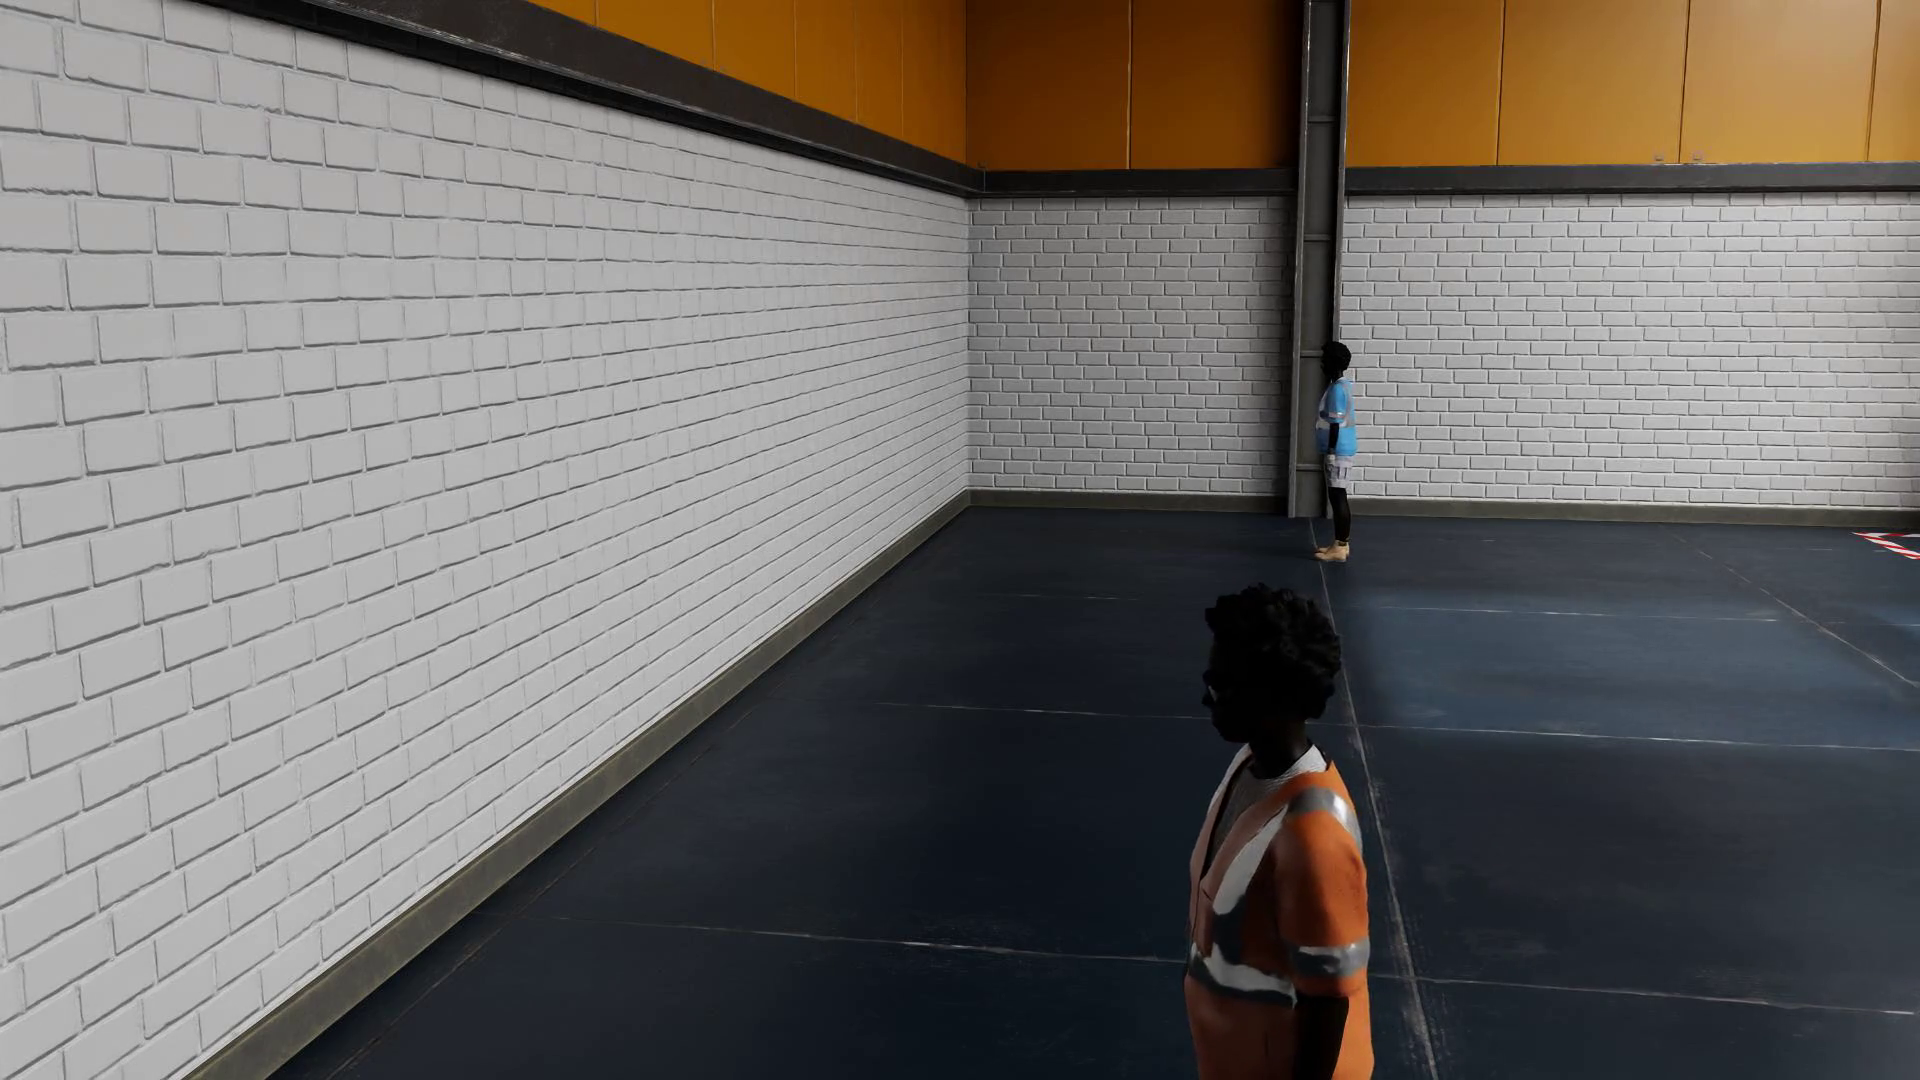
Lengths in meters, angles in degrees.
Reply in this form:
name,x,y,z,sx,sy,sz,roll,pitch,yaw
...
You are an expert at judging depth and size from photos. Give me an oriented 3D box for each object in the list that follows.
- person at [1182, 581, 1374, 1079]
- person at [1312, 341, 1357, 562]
name,x,y,z,sx,sy,sz,roll,pitch,yaw
person,0.540,0.912,2.886,0.317,1.696,0.540,0,9,-2
person,2.887,-0.676,12.779,0.321,1.686,0.530,2,9,14
